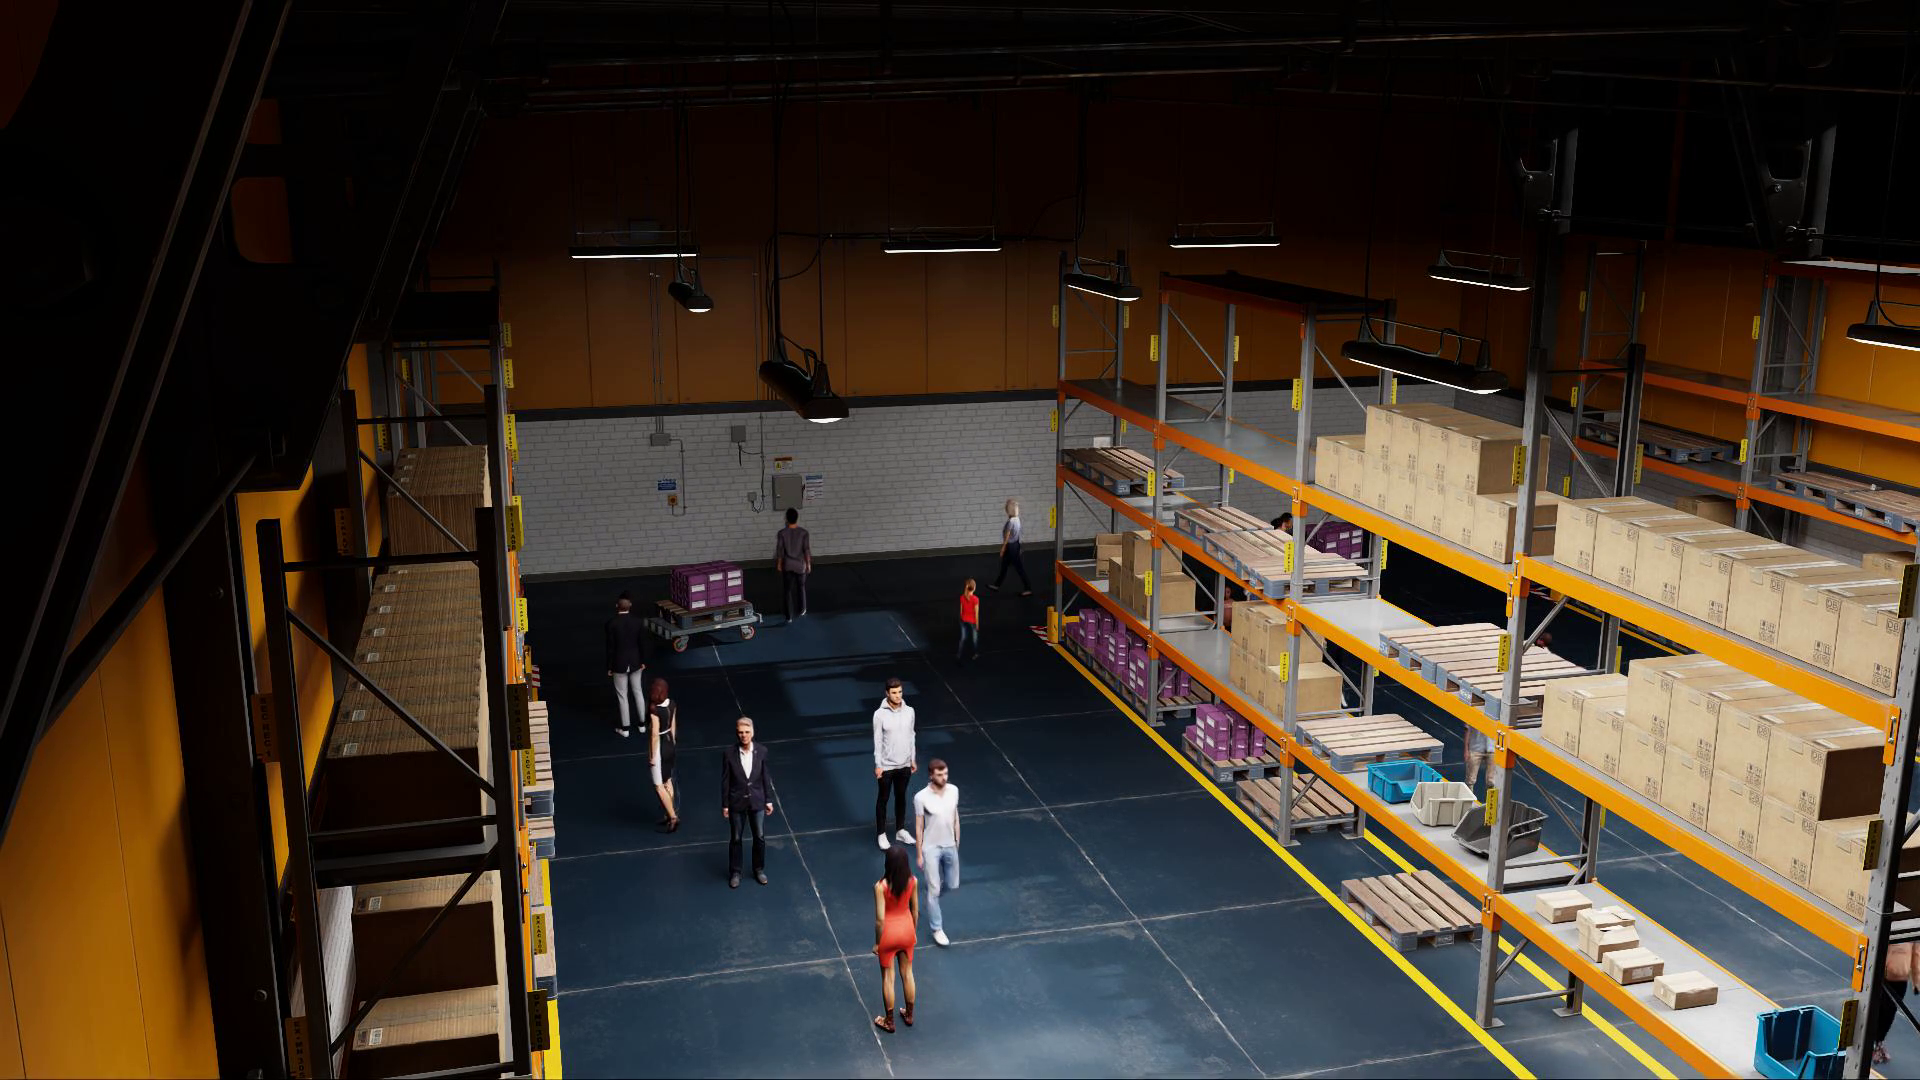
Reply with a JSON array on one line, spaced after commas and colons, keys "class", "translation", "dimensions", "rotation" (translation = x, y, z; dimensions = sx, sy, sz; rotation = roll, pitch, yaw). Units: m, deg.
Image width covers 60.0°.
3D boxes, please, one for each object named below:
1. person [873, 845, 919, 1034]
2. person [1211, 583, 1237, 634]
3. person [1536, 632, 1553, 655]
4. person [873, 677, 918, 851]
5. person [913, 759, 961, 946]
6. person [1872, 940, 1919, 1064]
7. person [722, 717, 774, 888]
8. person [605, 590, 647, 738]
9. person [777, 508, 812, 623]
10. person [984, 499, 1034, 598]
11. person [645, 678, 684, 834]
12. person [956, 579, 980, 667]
[{"class": "person", "translation": [-0.555, 3.457, 14.488], "dimensions": [0.641, 1.719, 0.618], "rotation": [-8, 16, -31]}, {"class": "person", "translation": [3.910, 1.247, 24.602], "dimensions": [0.565, 1.255, 0.549], "rotation": [0, 14, -1]}, {"class": "person", "translation": [7.727, 1.863, 21.971], "dimensions": [0.784, 1.296, 0.697], "rotation": [12, 18, 41]}, {"class": "person", "translation": [-0.736, 2.426, 18.295], "dimensions": [0.742, 1.931, 0.702], "rotation": [-8, 16, -30]}, {"class": "person", "translation": [-0.258, 2.984, 16.195], "dimensions": [0.785, 1.836, 0.956], "rotation": [-7, 15, -28]}, {"class": "person", "translation": [7.847, 3.680, 14.099], "dimensions": [0.652, 1.470, 0.651], "rotation": [1, 14, 3]}, {"class": "person", "translation": [-2.222, 2.707, 17.383], "dimensions": [0.694, 1.815, 0.600], "rotation": [-3, 14, -10]}, {"class": "person", "translation": [-4.354, 1.589, 21.712], "dimensions": [0.774, 1.949, 0.707], "rotation": [-9, 16, -33]}, {"class": "person", "translation": [-2.690, 0.427, 26.769], "dimensions": [0.823, 1.828, 1.053], "rotation": [-1, 14, -3]}, {"class": "person", "translation": [0.978, 0.174, 28.133], "dimensions": [0.998, 1.677, 1.120], "rotation": [3, 14, 13]}, {"class": "person", "translation": [-3.324, 2.406, 18.648], "dimensions": [0.821, 1.804, 0.762], "rotation": [7, 15, 26]}, {"class": "person", "translation": [0.101, 1.232, 24.596], "dimensions": [0.810, 1.286, 0.910], "rotation": [6, 15, 24]}]
